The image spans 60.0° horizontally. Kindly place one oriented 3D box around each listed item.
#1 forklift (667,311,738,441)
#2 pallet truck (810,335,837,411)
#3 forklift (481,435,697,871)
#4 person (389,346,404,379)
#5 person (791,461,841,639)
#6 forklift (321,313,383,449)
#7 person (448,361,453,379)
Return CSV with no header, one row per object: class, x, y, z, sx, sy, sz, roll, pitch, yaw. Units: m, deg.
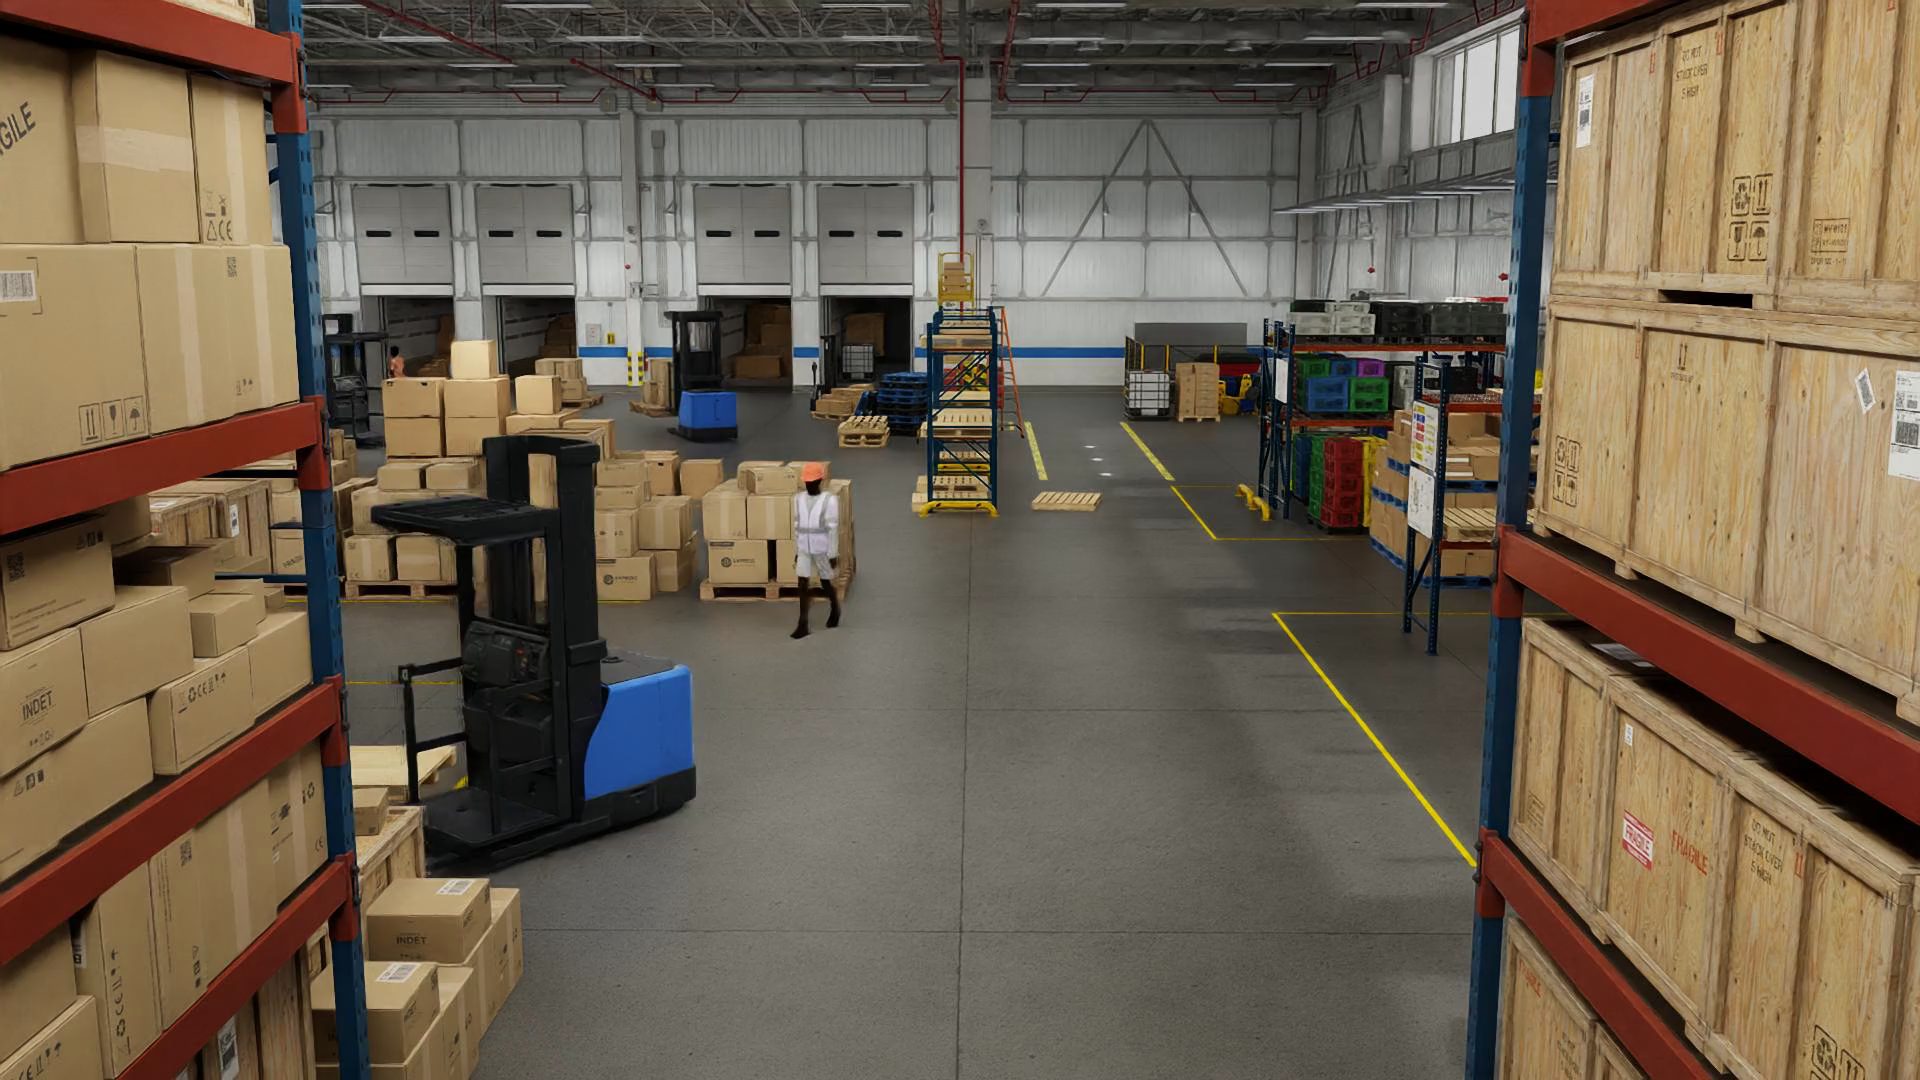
forklift,-5.744,-3.686,36.967,1.129,2.768,1.873,-5,11,-25
pallet truck,-3.021,-4.312,43.126,1.885,1.965,0.823,3,10,17
forklift,-2.934,0.663,11.878,1.129,2.768,1.873,8,13,39
person,-14.729,-4.243,43.641,0.492,1.684,0.537,3,10,15
person,-1.550,0.078,18.075,0.555,1.909,0.863,4,11,22
forklift,-13.290,-3.411,35.384,1.873,2.768,1.129,4,10,20
person,-11.545,-3.431,38.220,0.372,1.936,0.629,1,10,4
